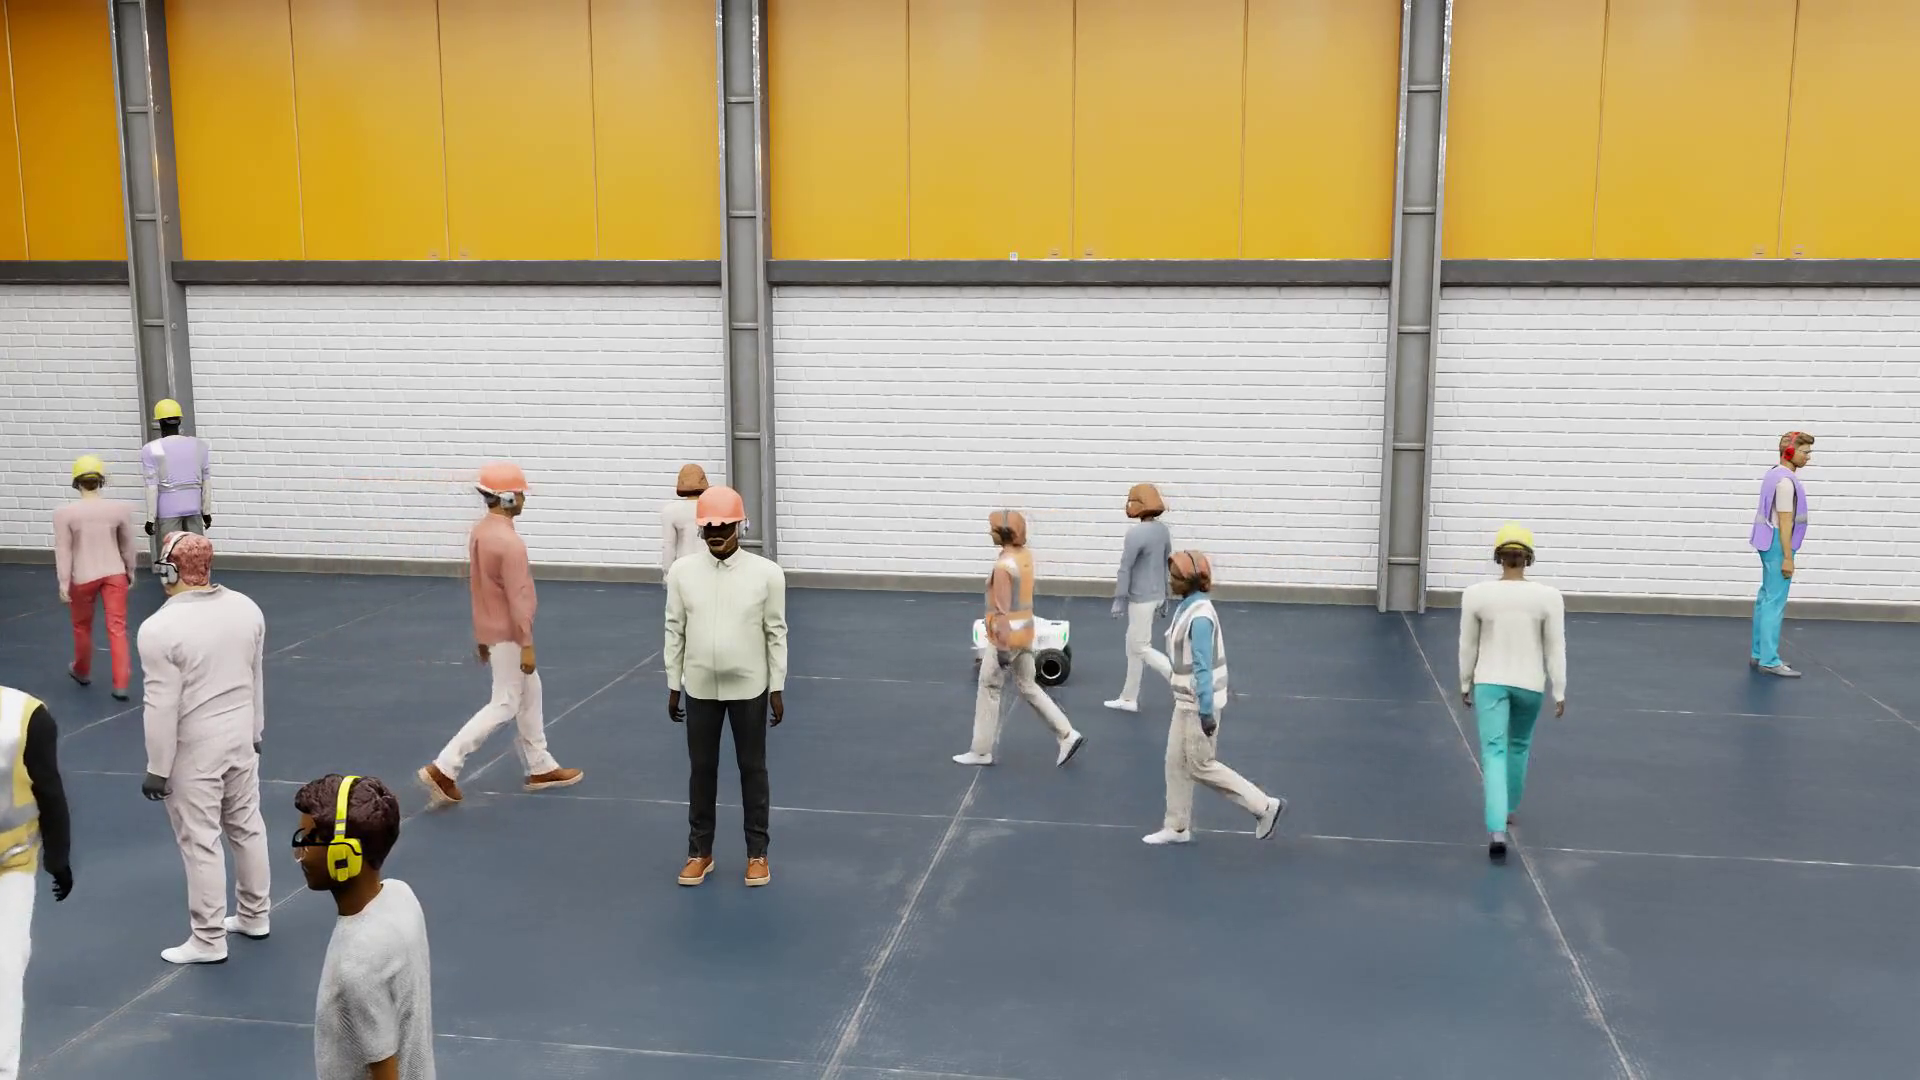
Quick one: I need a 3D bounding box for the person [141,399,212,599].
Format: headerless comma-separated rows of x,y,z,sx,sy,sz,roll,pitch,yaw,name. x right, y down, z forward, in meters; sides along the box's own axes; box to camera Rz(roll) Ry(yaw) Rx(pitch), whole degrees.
-6.811,-0.262,14.465,0.381,1.922,0.594,7,11,36,person

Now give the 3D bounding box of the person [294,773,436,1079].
-1.417,1.464,3.990,0.316,1.870,0.531,-2,9,-13,person

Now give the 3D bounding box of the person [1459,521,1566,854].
2.910,0.766,8.781,0.531,1.718,0.901,2,9,11,person

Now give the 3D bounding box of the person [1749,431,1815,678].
6.159,0.097,12.524,0.388,1.837,0.563,3,10,17,person

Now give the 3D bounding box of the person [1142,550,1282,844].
1.323,0.841,8.643,0.637,1.617,0.516,0,9,1,person

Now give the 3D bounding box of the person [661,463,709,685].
-1.941,0.253,12.191,0.501,1.631,0.287,-4,10,-22,person

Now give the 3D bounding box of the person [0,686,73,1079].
-3.552,1.195,5.896,0.658,1.790,0.950,-2,9,-14,person

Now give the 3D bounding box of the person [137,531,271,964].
-3.344,0.907,7.318,0.399,1.909,0.642,3,10,20,person

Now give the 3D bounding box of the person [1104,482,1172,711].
1.314,0.414,11.274,0.698,1.604,0.508,6,11,33,person

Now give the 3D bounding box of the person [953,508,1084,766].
0.352,0.600,10.084,0.742,1.613,0.513,4,10,25,person

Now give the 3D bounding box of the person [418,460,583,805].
-2.646,0.528,9.466,0.924,1.966,0.622,-6,11,-31,person

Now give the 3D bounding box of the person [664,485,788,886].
-1.157,0.718,8.207,0.614,1.994,0.381,0,9,3,person

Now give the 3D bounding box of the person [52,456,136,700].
-6.180,0.257,11.896,0.551,1.713,0.912,-8,12,-41,person

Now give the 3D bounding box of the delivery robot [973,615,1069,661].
0.451,0.719,12.342,0.707,0.478,0.477,1,9,5,delivery robot
